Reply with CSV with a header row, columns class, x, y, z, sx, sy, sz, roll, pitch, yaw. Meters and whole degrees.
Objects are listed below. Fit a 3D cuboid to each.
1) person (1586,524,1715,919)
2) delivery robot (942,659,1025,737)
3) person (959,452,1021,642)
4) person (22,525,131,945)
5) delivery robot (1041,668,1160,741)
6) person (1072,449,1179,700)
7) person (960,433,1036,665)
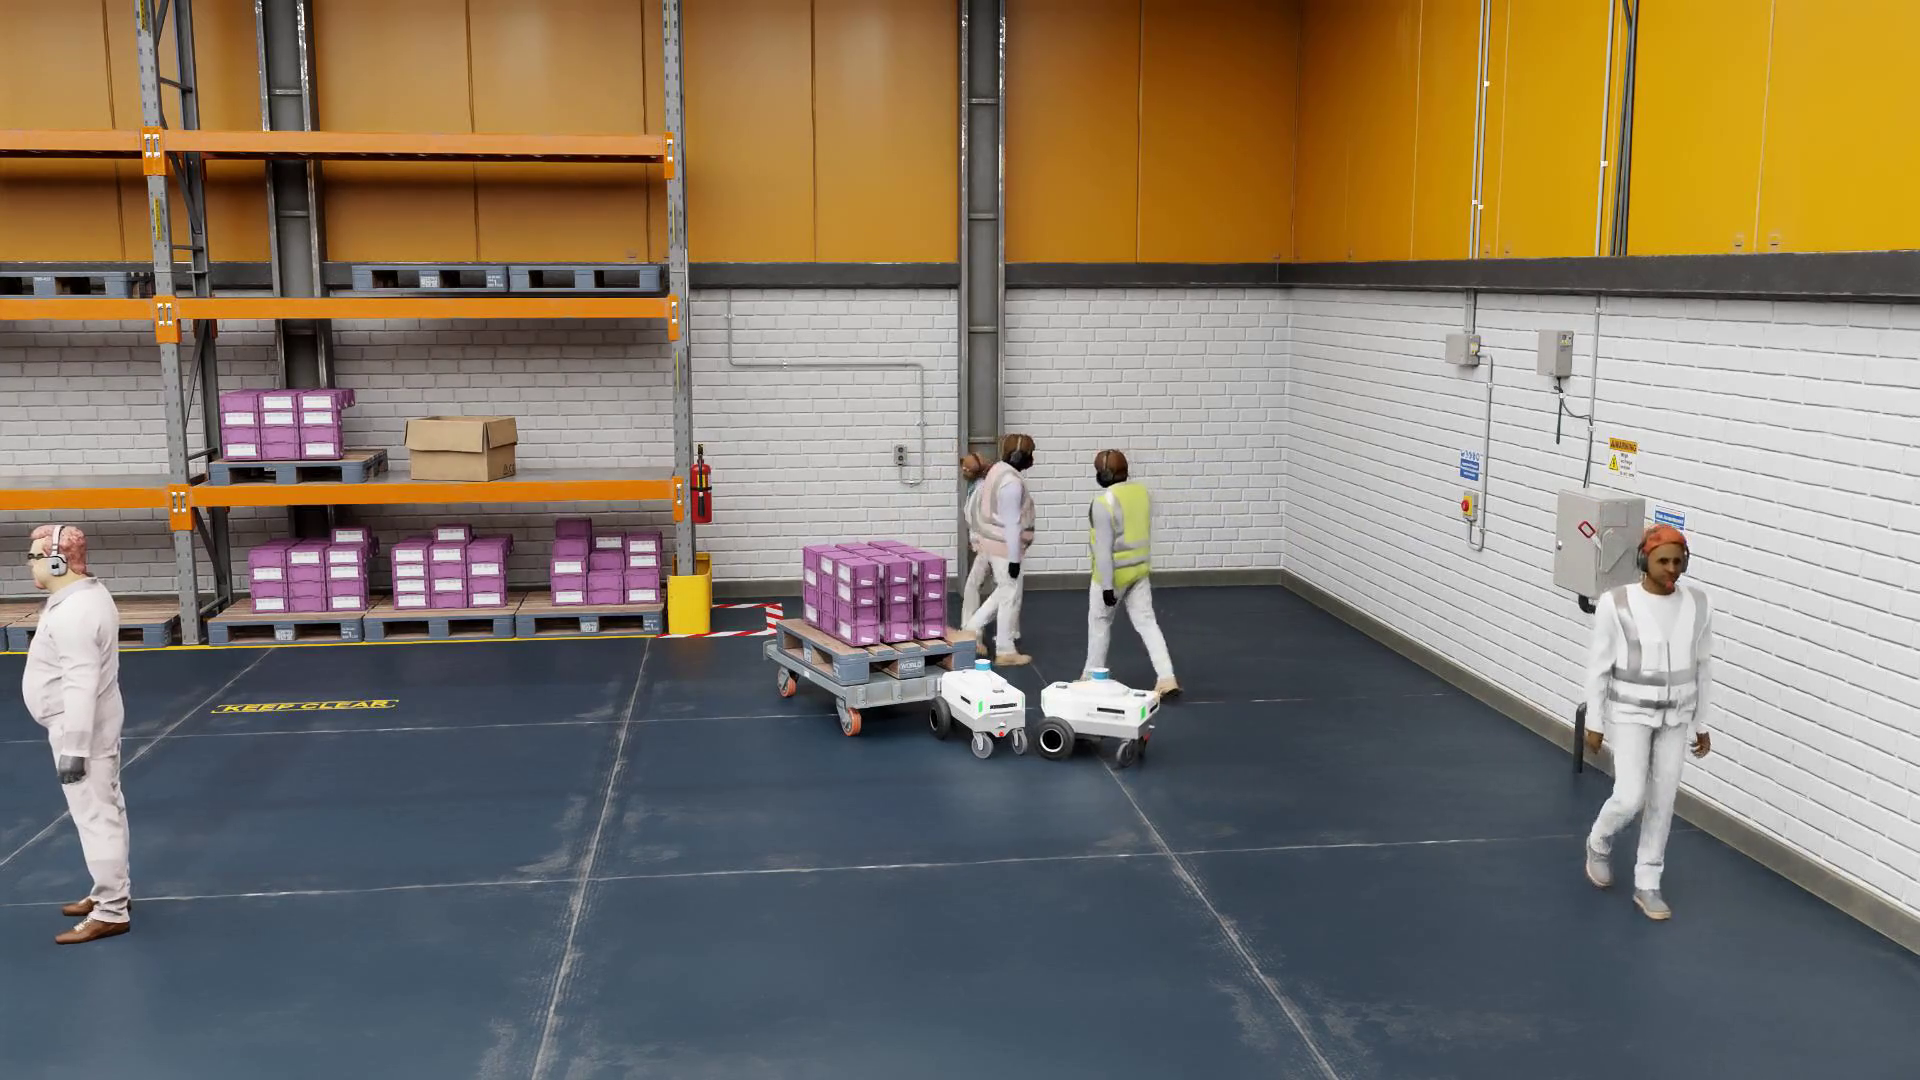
class,x,y,z,sx,sy,sz,roll,pitch,yaw
person,3.268,0.843,7.907,0.577,1.871,0.461,-1,9,-5
delivery robot,0.146,1.009,10.653,0.477,0.478,0.707,-3,10,-21
person,0.165,0.091,13.425,0.777,1.596,0.602,-2,9,-10
person,-4.032,0.874,7.587,0.399,1.908,0.643,-3,10,-20
delivery robot,0.881,1.046,10.422,0.707,0.478,0.477,4,10,23
person,1.192,0.261,11.847,0.628,1.813,0.945,-7,12,-39
person,0.321,0.077,12.839,0.521,1.820,0.664,-2,9,-12
